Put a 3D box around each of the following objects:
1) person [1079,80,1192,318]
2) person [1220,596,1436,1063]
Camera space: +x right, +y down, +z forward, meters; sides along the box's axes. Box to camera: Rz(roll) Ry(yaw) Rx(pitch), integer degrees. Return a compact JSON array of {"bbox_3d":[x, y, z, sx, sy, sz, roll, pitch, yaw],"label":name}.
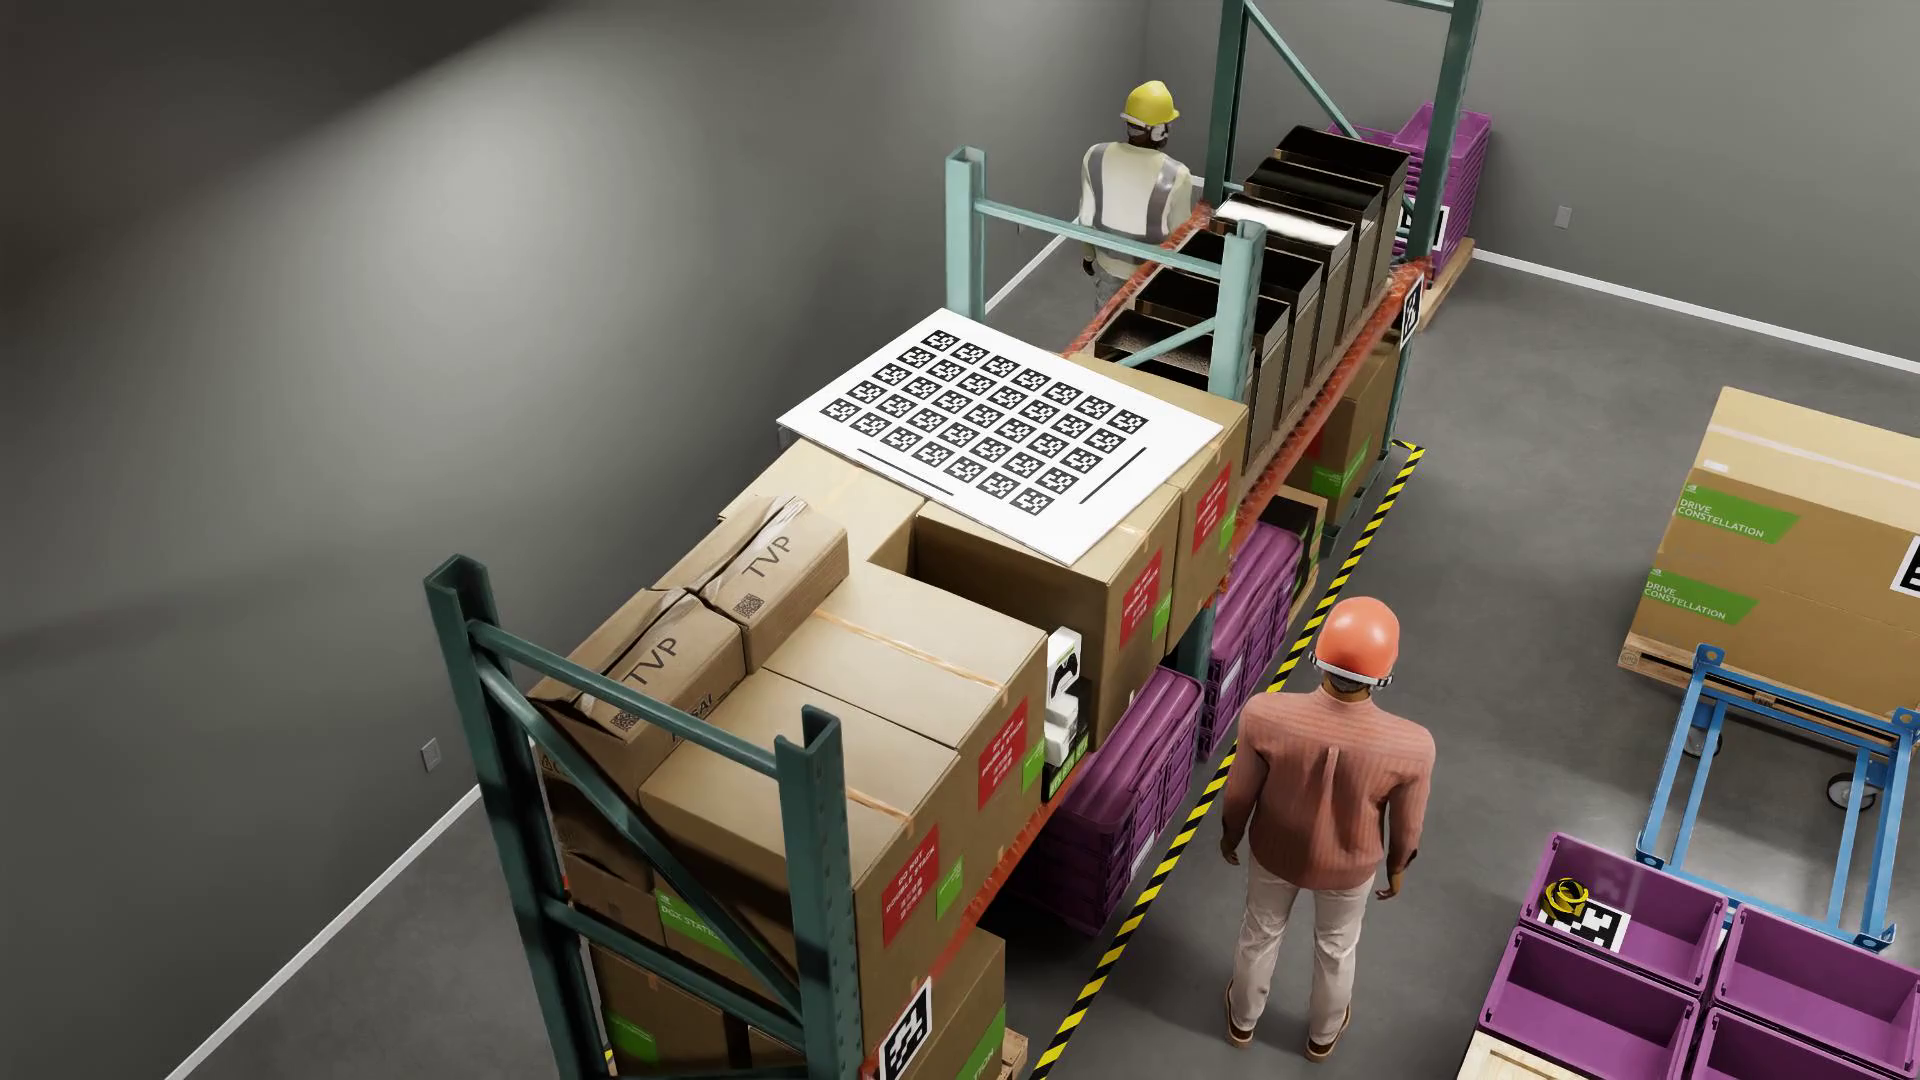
[{"bbox_3d":[0.887,-1.428,8.382,0.597,1.828,0.403,20,44,22],"label":"person"},{"bbox_3d":[1.155,0.972,5.396,0.621,1.992,0.397,10,41,12],"label":"person"}]
